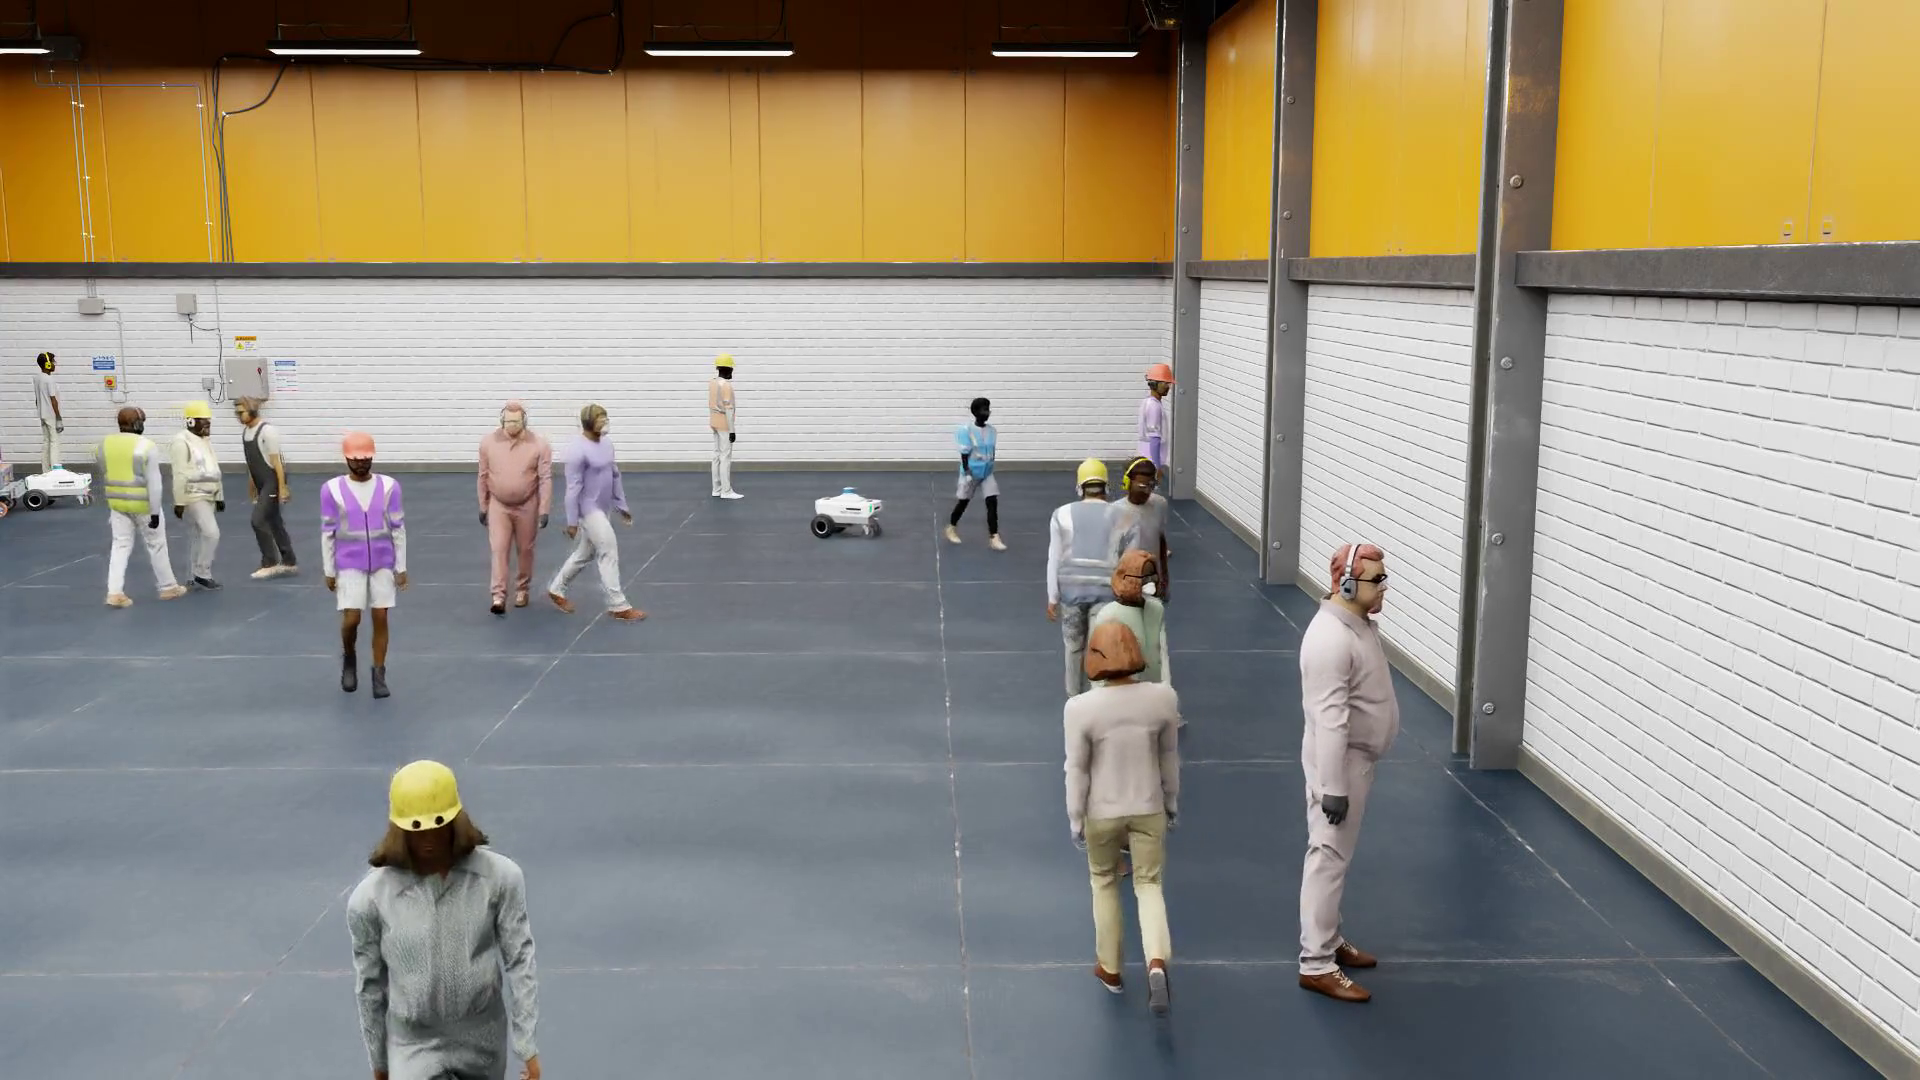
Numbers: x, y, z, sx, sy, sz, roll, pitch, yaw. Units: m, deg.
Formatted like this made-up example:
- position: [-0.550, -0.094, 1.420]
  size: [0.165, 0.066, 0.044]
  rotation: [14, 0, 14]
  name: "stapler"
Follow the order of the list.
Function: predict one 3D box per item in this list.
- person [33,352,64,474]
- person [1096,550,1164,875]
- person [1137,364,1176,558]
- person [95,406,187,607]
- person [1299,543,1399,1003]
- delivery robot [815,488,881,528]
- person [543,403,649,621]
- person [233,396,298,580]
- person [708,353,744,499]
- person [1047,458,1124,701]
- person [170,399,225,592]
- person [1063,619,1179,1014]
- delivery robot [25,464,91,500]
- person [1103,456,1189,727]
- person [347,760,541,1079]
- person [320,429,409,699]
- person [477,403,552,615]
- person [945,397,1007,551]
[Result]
- position: [-12.747, -1.695, 23.337]
  size: [0.510, 1.872, 0.328]
  rotation: [6, 11, 34]
  name: "person"
- position: [0.871, 0.854, 8.430]
  size: [0.284, 1.634, 0.498]
  rotation: [9, 13, 44]
  name: "person"
- position: [2.066, -0.837, 17.561]
  size: [0.394, 2.040, 0.609]
  rotation: [0, 9, 1]
  name: "person"
- position: [-7.439, -0.308, 15.015]
  size: [0.630, 1.811, 0.844]
  rotation: [1, 9, 8]
  name: "person"
- position: [1.633, 0.952, 7.000]
  size: [0.403, 1.906, 0.652]
  rotation: [3, 10, 19]
  name: "person"
- position: [-1.262, -0.349, 18.819]
  size: [0.707, 0.478, 0.477]
  rotation: [3, 10, 17]
  name: "delivery robot"
- position: [-3.222, -0.243, 14.390]
  size: [1.001, 1.904, 0.644]
  rotation: [2, 9, 12]
  name: "person"
- position: [-6.840, -0.515, 16.315]
  size: [0.539, 1.803, 0.644]
  rotation: [8, 12, 42]
  name: "person"
- position: [-3.113, -1.503, 21.988]
  size: [0.366, 1.926, 0.592]
  rotation: [-6, 11, -32]
  name: "person"
- position: [0.894, 0.354, 11.104]
  size: [0.616, 1.776, 0.787]
  rotation: [1, 9, 7]
  name: "person"
- position: [-7.074, -0.410, 15.612]
  size: [0.518, 1.814, 0.628]
  rotation: [0, 9, 2]
  name: "person"
- position: [0.682, 1.130, 6.794]
  size: [0.518, 1.609, 0.629]
  rotation: [-1, 9, -8]
  name: "person"
- position: [-11.420, -0.717, 21.080]
  size: [0.707, 0.478, 0.477]
  rotation: [-3, 10, -16]
  name: "delivery robot"
- position: [1.231, 0.343, 11.020]
  size: [0.586, 1.808, 0.892]
  rotation: [-3, 10, -20]
  name: "person"
- position: [-1.478, 1.425, 4.783]
  size: [0.489, 1.691, 0.946]
  rotation: [-5, 10, -27]
  name: "person"
- position: [-4.186, 0.173, 11.731]
  size: [0.553, 1.922, 0.423]
  rotation: [-5, 11, -29]
  name: "person"
- position: [-3.927, -0.272, 14.652]
  size: [0.650, 1.857, 0.956]
  rotation: [-2, 9, -11]
  name: "person"
- position: [0.157, -0.735, 18.083]
  size: [0.525, 1.662, 0.850]
  rotation: [-6, 11, -34]
  name: "person"
